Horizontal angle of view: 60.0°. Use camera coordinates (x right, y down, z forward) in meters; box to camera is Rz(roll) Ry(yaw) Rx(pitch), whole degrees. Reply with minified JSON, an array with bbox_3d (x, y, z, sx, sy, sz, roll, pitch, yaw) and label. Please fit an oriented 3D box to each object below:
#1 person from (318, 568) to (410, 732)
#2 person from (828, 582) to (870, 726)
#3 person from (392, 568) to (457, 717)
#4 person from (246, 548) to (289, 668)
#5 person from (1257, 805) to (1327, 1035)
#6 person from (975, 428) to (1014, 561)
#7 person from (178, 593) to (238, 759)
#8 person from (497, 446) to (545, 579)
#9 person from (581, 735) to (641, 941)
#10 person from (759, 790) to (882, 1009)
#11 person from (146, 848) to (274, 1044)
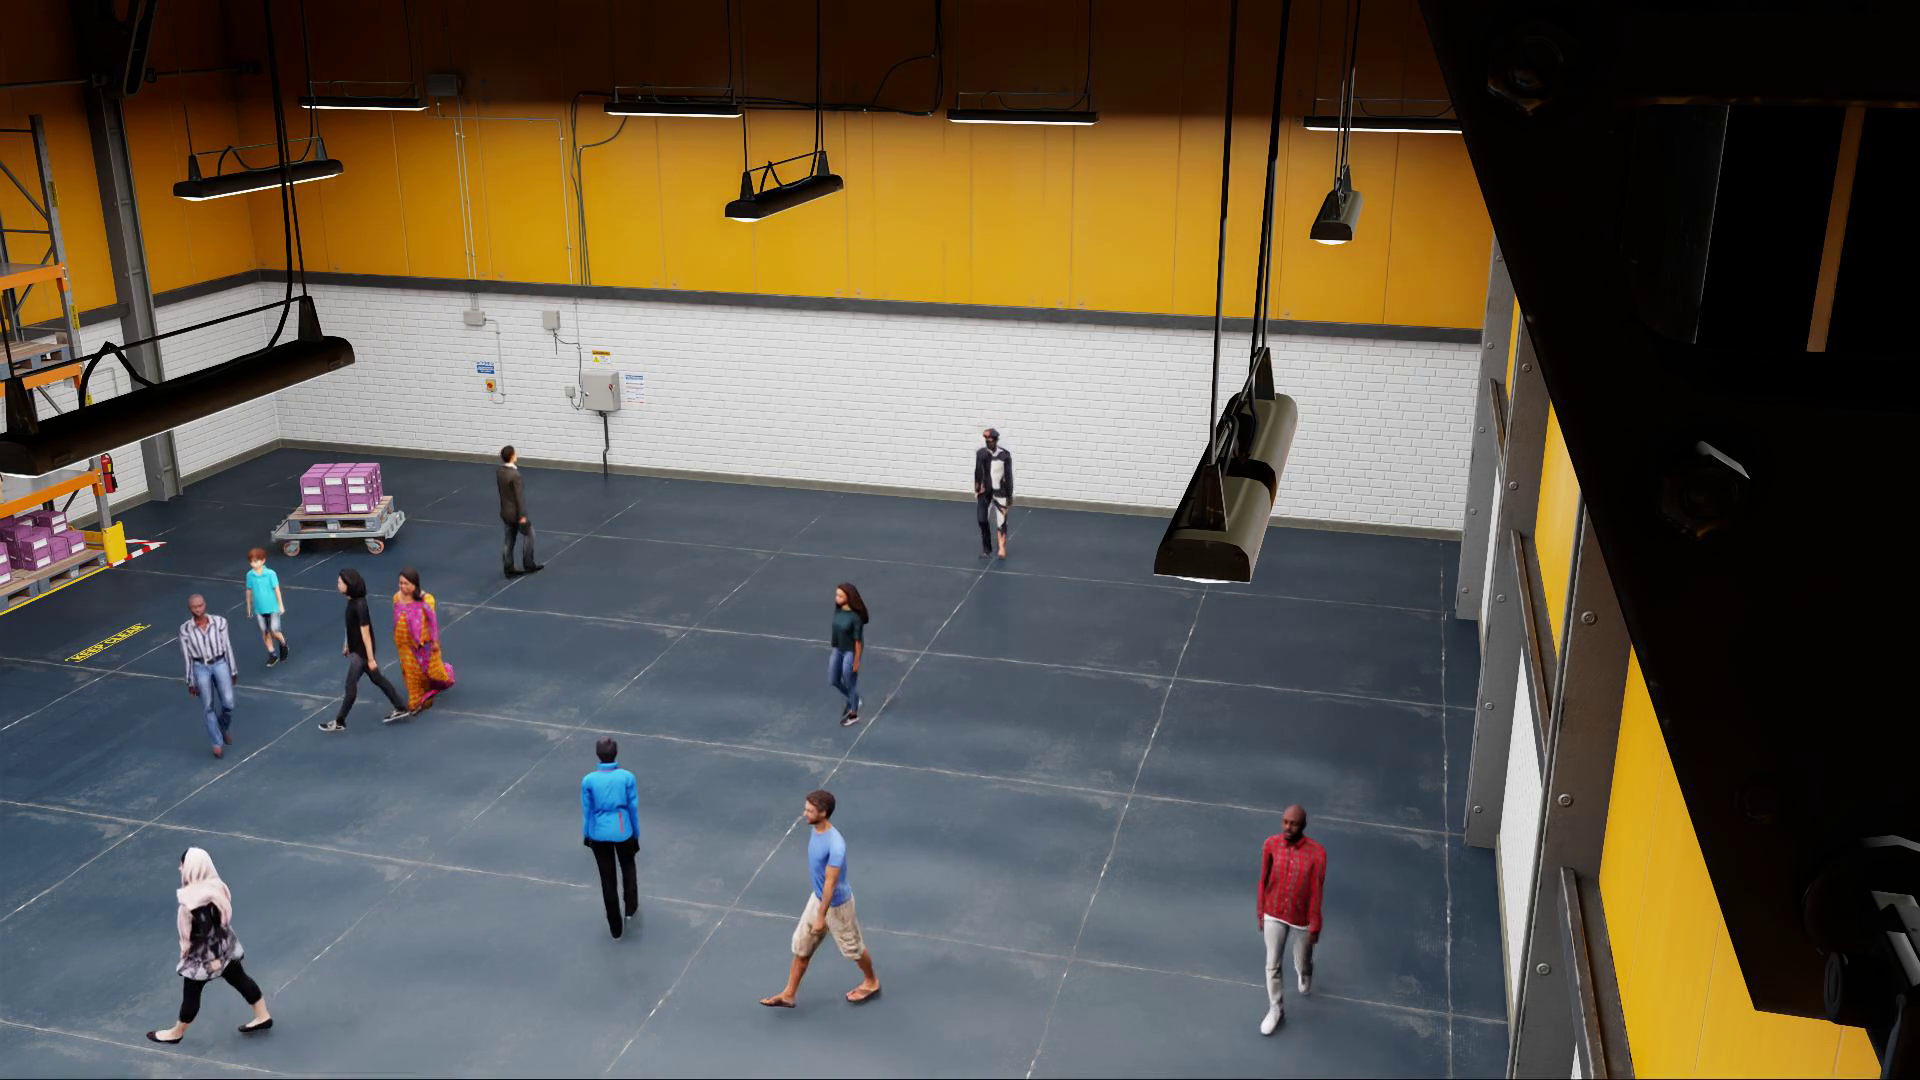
[{"bbox_3d":[-6.246,1.157,17.629,1.188,1.785,1.183,-8,20,-23],"label":"person"},{"bbox_3d":[-1.134,1.196,17.795,0.757,1.606,0.718,-16,24,-39],"label":"person"},{"bbox_3d":[-5.879,1.056,18.123,0.673,1.661,0.988,4,19,11],"label":"person"},{"bbox_3d":[-8.049,0.749,19.382,0.599,1.440,0.624,1,19,2],"label":"person"},{"bbox_3d":[2.535,2.814,12.670,0.787,1.810,1.040,9,21,25],"label":"person"},{"bbox_3d":[0.488,-0.663,22.905,0.730,1.868,0.695,2,19,5],"label":"person"},{"bbox_3d":[-7.691,1.361,17.032,0.795,1.780,0.858,-11,22,-30],"label":"person"},{"bbox_3d":[-5.998,-0.344,22.086,0.886,1.785,0.943,14,23,36],"label":"person"},{"bbox_3d":[-2.865,2.485,13.695,0.811,1.778,0.896,-6,19,-17],"label":"person"},{"bbox_3d":[-0.909,2.772,12.784,1.241,1.816,1.183,-10,21,-28],"label":"person"},{"bbox_3d":[-5.484,3.028,12.381,1.072,1.589,1.132,-5,19,-16],"label":"person"}]
